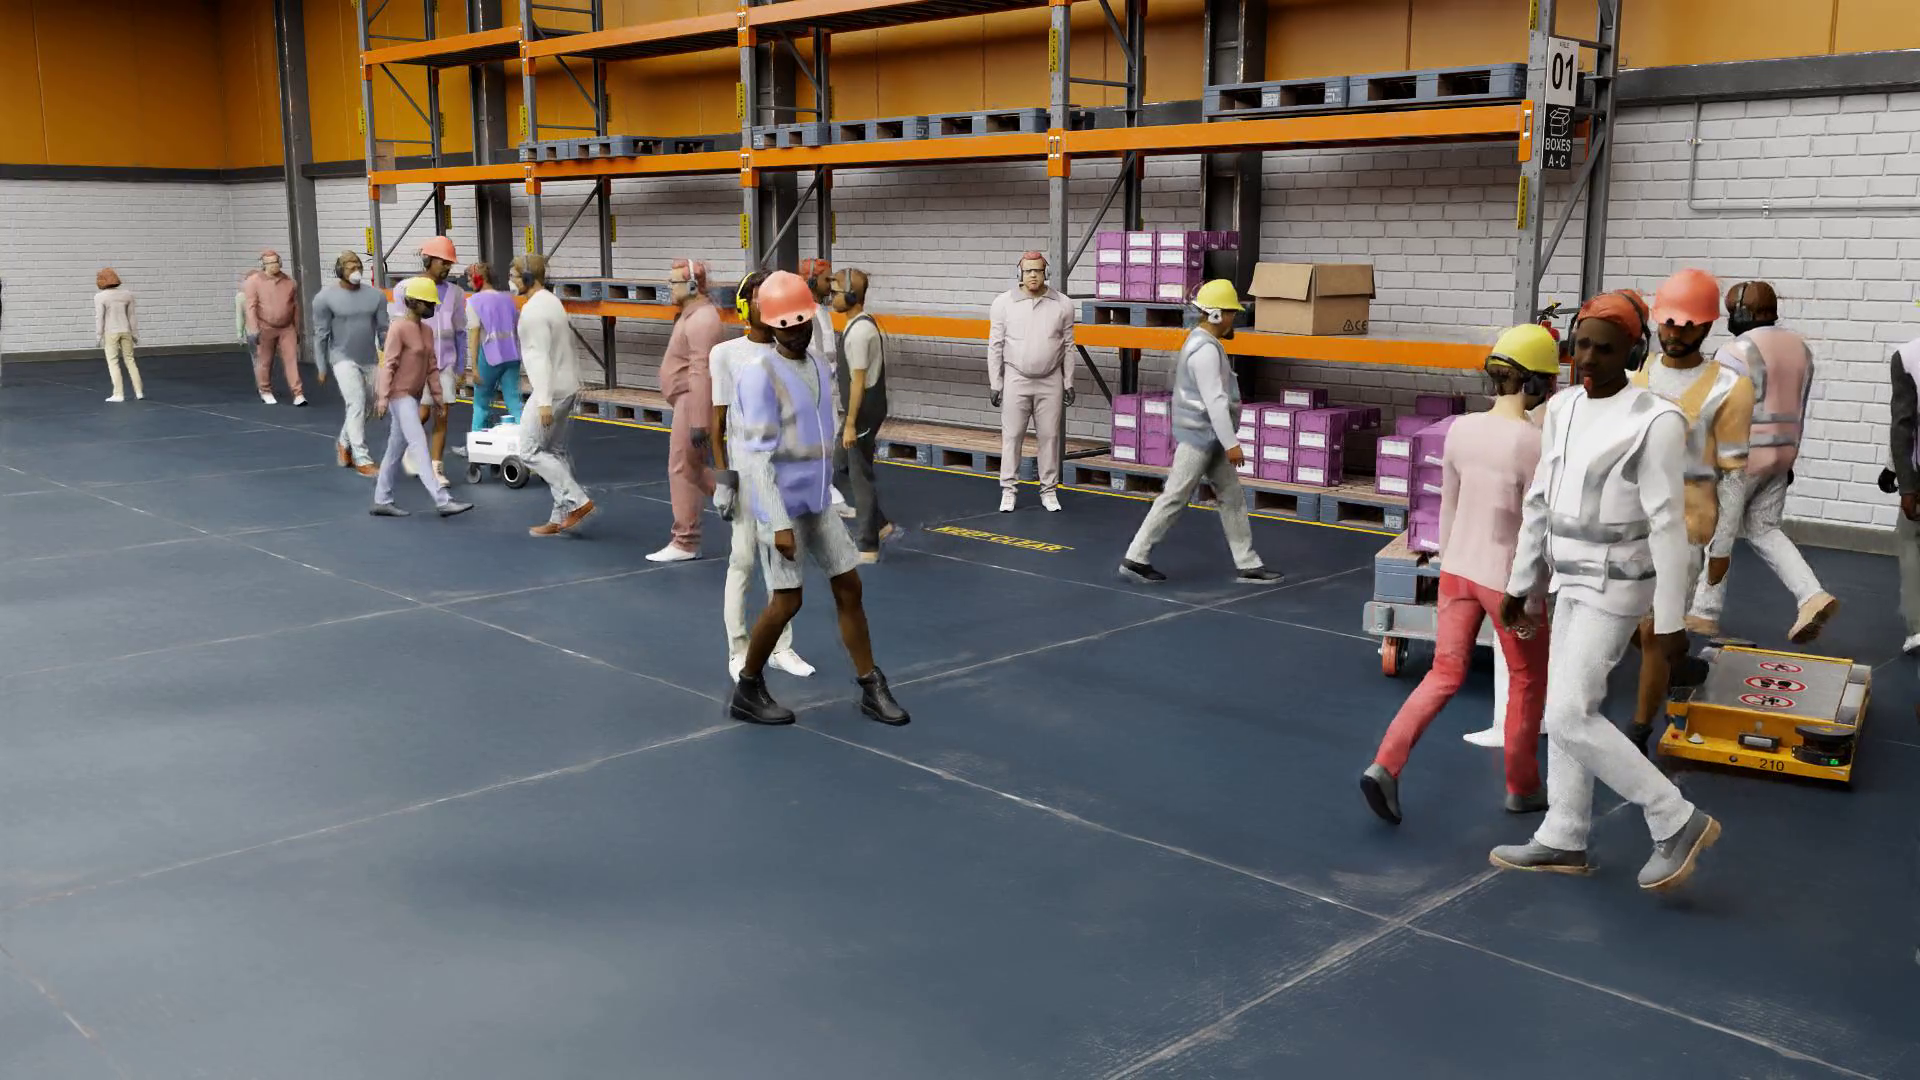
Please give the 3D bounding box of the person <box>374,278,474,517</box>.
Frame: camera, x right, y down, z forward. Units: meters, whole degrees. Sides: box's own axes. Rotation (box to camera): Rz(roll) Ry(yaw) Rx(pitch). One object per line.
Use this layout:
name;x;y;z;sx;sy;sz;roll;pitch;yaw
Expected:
person;-3.848;-1.004;11.881;0.870;1.711;0.539;1;10;6

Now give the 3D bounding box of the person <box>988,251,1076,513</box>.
person;0.532;-1.148;12.168;0.655;1.906;0.407;-1;10;-6

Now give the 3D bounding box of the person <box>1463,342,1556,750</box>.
person;2.207;0.013;6.566;0.311;1.638;0.521;10;14;43

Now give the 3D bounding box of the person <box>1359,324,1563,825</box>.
person;1.749;0.134;5.650;0.825;1.728;0.561;-6;12;-28

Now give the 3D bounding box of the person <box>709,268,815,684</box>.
person;-0.884;-0.284;7.545;0.513;1.877;0.328;-8;13;-37

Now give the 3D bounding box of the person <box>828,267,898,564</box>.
person;-0.648;-0.746;10.187;0.404;1.828;0.543;-1;10;-5

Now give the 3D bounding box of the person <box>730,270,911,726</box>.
person;-0.635;-0.143;6.793;0.706;1.883;0.594;6;12;31

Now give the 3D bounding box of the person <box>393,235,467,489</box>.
person;-4.268;-1.423;13.362;0.655;2.019;0.584;-9;14;-41

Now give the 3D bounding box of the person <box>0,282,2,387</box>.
person;-12.861;-2.851;21.744;0.639;1.800;0.907;-2;11;-9

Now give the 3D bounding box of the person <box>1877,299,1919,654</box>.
person;4.750;-0.372;7.959;0.606;1.894;0.459;-2;11;-9

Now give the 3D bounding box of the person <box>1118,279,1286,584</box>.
person;1.384;-0.608;9.598;0.955;1.787;0.579;2;11;12

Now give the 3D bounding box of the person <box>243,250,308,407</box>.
person;-8.140;-2.505;19.756;0.670;1.846;1.029;-9;14;-40

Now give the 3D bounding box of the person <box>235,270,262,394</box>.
person;-8.811;-2.591;20.905;0.509;1.589;0.872;-4;11;-19

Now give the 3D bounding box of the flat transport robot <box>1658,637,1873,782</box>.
flat transport robot;3.315;0.659;6.779;0.652;0.197;1.431;6;12;31

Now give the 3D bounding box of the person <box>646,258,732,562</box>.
person;-1.614;-0.805;10.352;0.661;1.885;0.662;-1;10;-6

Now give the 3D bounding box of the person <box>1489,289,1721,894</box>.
person;1.972;0.173;5.087;0.542;1.871;0.556;0;10;2

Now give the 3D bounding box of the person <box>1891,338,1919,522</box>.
person;4.534;-0.270;7.477;0.679;1.865;0.797;4;11;19

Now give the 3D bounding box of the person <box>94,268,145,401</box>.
person;-10.269;-2.491;20.306;0.337;1.619;0.582;6;12;29

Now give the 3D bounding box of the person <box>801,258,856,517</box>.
person;-1.093;-1.082;11.928;0.717;1.866;0.585;3;11;15

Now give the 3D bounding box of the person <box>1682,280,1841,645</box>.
person;3.974;-0.369;8.215;0.671;1.810;0.759;-5;11;-25

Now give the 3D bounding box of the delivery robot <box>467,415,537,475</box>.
delivery robot;-3.667;-0.771;13.547;0.707;0.478;0.477;6;12;27

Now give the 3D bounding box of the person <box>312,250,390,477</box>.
person;-5.191;-1.510;14.173;0.902;1.910;0.630;9;14;41

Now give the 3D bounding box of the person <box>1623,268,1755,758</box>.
person;2.706;-0.072;6.308;0.749;1.910;0.571;-9;13;-39

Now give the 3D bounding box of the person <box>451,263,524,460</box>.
person;-4.128;-1.531;14.601;0.963;1.779;0.576;7;13;34

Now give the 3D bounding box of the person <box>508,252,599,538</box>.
person;-2.729;-0.939;11.016;0.468;1.915;0.681;-1;10;-5
